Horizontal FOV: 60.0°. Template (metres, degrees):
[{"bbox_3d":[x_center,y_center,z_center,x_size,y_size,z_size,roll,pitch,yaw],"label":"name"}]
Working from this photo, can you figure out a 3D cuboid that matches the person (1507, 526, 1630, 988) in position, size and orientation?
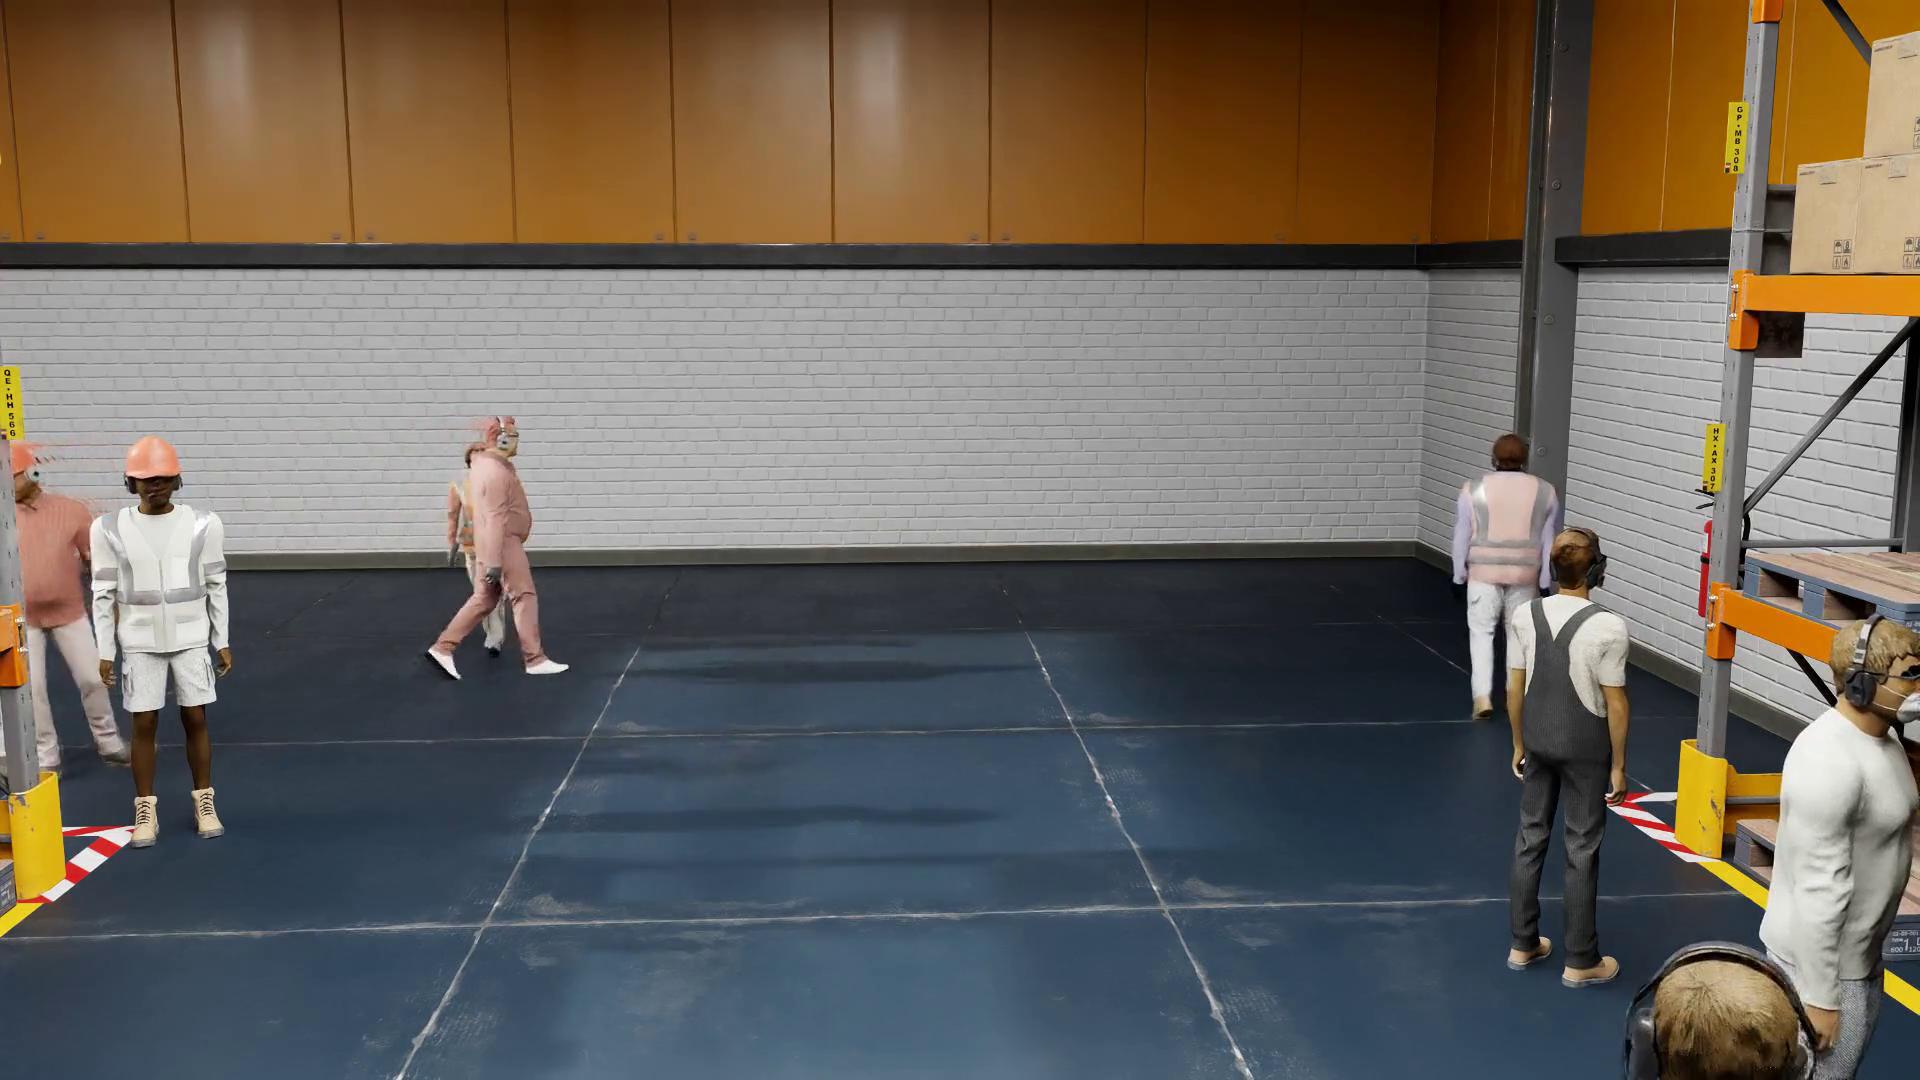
[{"bbox_3d":[2.435,0.861,6.662,0.345,1.847,0.506,-8,12,-40],"label":"person"}]

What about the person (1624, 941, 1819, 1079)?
[{"bbox_3d":[0.992,1.509,2.328,0.639,1.926,0.606,3,10,20],"label":"person"}]

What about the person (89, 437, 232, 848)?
[{"bbox_3d":[-3.959,0.505,8.282,0.615,2.041,0.377,-5,10,-27],"label":"person"}]

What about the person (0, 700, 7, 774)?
[{"bbox_3d":[-5.686,0.389,9.624,0.581,1.836,0.944,-8,12,-41],"label":"person"}]

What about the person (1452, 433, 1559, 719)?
[{"bbox_3d":[3.485,0.239,10.670,0.633,1.858,0.496,2,9,11],"label":"person"}]

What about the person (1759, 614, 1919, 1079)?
[{"bbox_3d":[2.400,1.151,4.548,0.377,1.940,0.629,7,11,38],"label":"person"}]

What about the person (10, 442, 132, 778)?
[{"bbox_3d":[-5.011,0.410,9.197,0.746,1.947,0.512,-5,10,-29],"label":"person"}]

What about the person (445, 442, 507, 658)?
[{"bbox_3d":[-3.559,0.072,12.414,0.529,1.588,0.876,-1,9,-6],"label":"person"}]

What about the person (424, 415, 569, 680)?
[{"bbox_3d":[-3.272,0.059,11.620,0.922,1.874,0.643,-5,10,-29],"label":"person"}]
